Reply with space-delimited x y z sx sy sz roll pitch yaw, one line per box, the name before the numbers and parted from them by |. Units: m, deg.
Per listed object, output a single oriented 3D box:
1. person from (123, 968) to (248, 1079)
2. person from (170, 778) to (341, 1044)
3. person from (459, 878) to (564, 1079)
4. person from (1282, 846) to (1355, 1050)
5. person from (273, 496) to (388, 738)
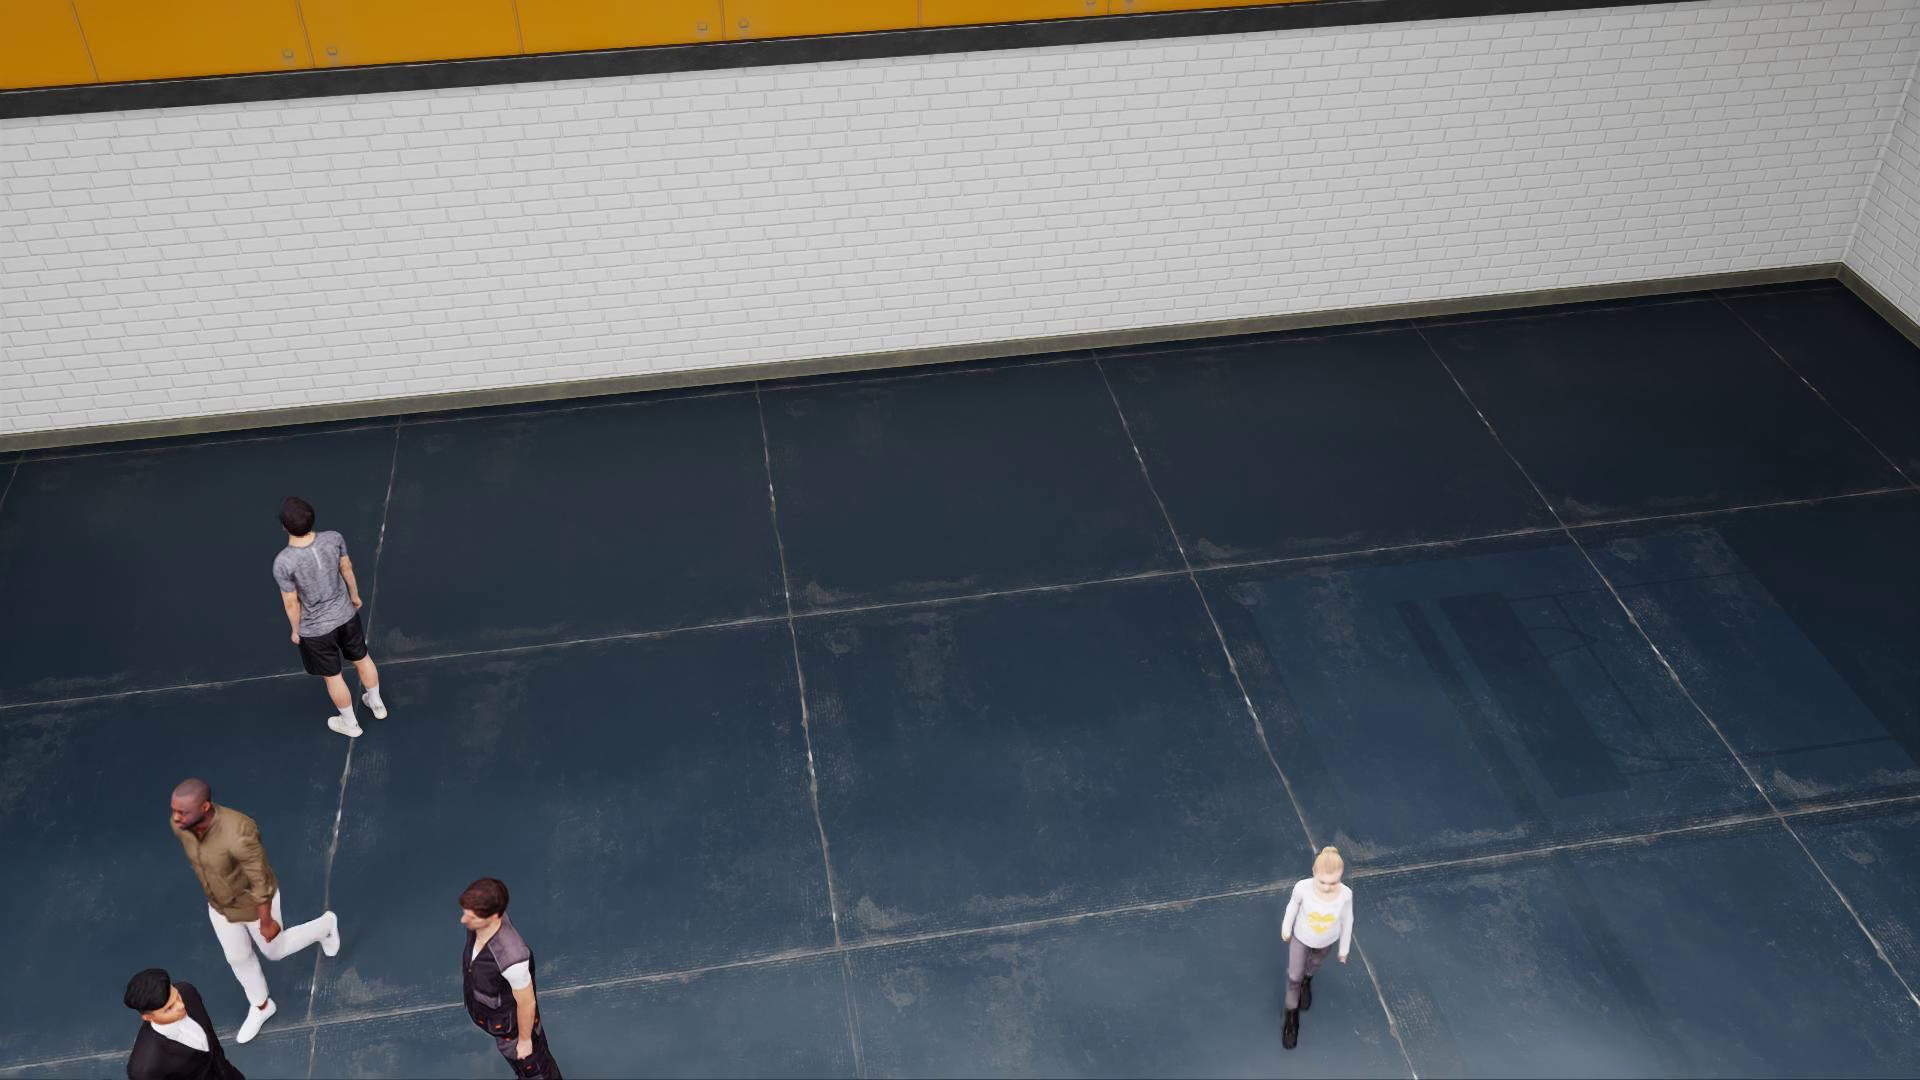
person | -3.708 2.639 7.932 0.856 1.872 0.687 3 39 4
person | -3.791 1.881 8.941 1.005 1.799 1.154 13 40 15
person | -2.251 2.333 8.333 0.802 1.849 0.684 -27 46 -30
person | 1.936 2.104 9.089 0.627 1.263 0.815 3 39 4
person | -4.034 0.494 10.619 0.777 1.871 0.738 27 46 30
